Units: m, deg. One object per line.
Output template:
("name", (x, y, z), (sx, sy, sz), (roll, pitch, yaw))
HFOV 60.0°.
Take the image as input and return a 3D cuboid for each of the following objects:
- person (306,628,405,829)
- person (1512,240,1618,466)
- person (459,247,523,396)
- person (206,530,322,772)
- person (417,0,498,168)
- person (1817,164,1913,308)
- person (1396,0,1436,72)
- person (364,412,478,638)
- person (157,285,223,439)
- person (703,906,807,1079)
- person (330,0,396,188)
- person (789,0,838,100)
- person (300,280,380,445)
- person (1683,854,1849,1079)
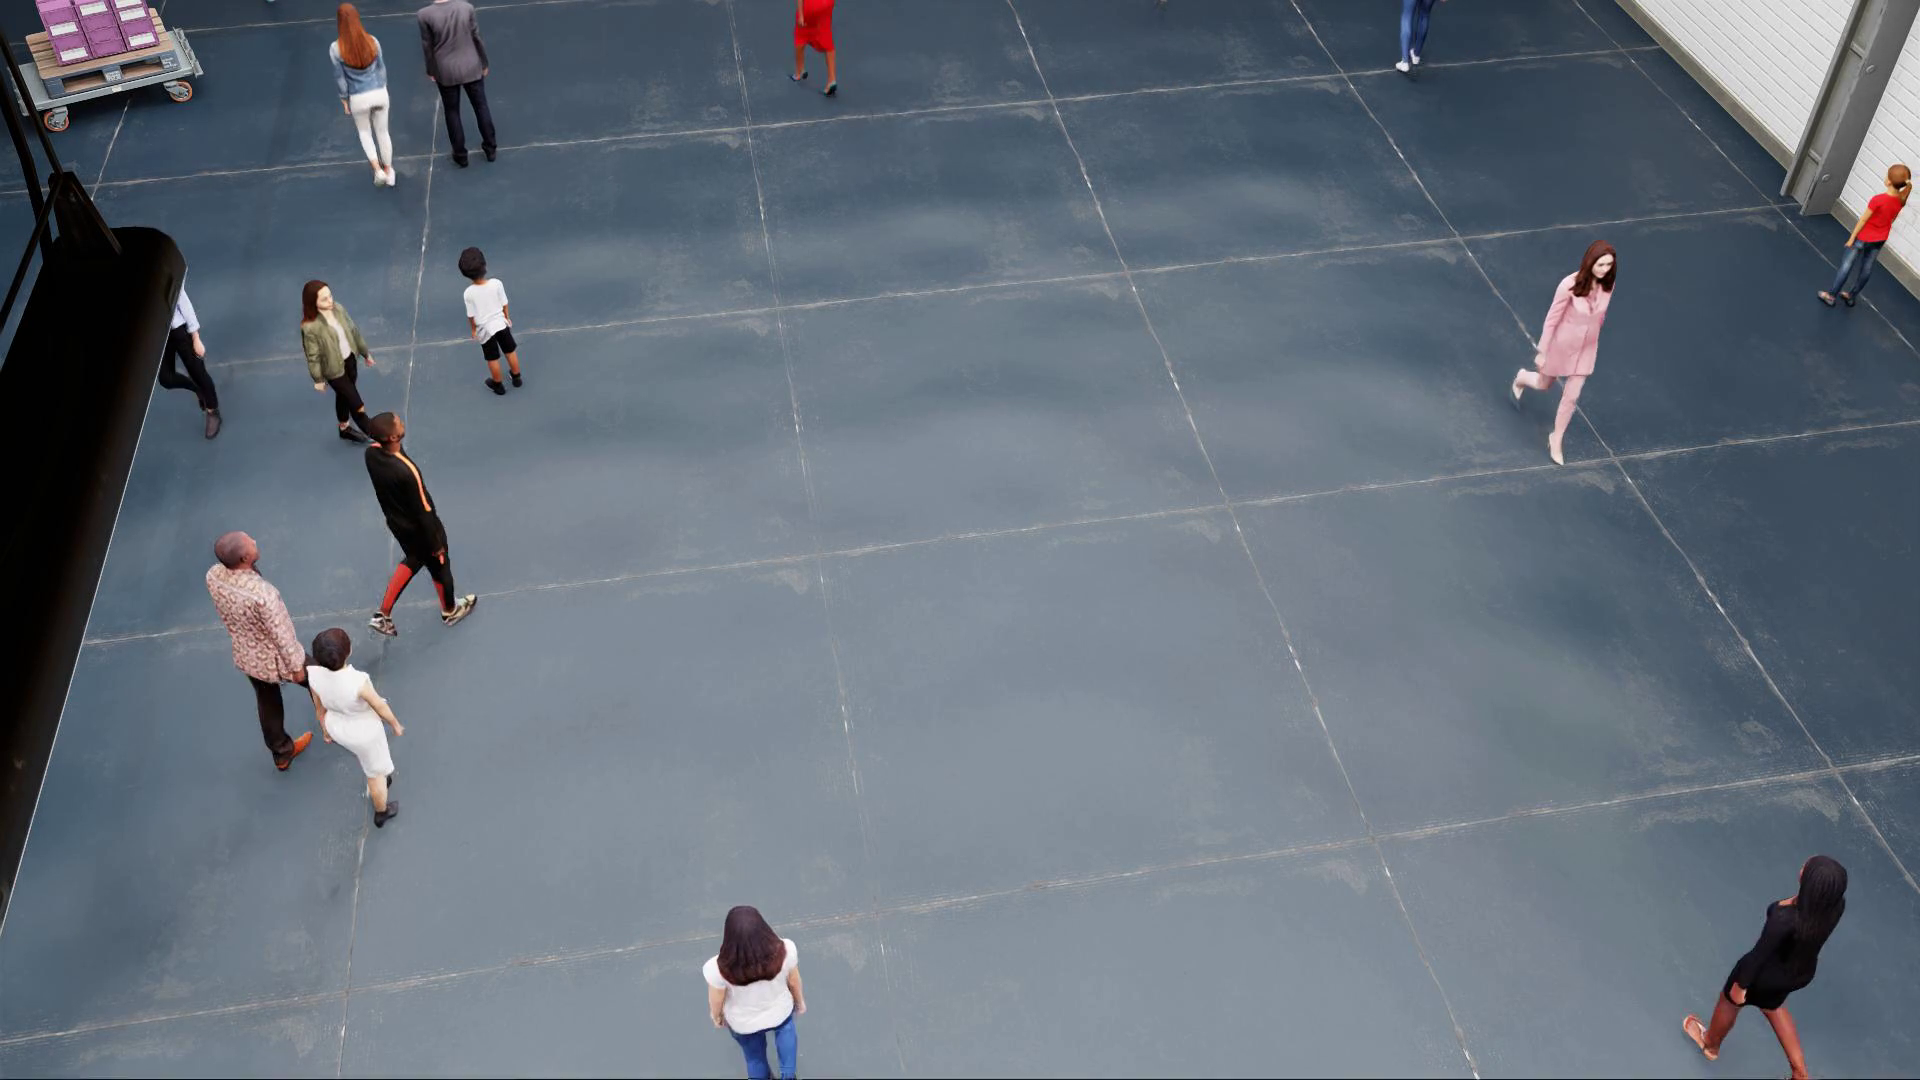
("person", (-3.476, 1.140, 9.501), (0.692, 1.541, 0.723), (9, 44, 9))
("person", (4.365, -1.440, 12.038), (0.637, 1.779, 1.055), (-6, 44, -6))
("person", (-3.565, -1.656, 12.641), (0.564, 1.258, 0.599), (-26, 50, -25))
("person", (-4.122, 0.713, 9.770), (0.965, 1.788, 1.037), (19, 47, 19))
("person", (-4.507, -4.241, 14.938), (0.767, 1.834, 0.678), (-16, 46, -16))
("person", (7.381, -2.432, 13.421), (0.497, 1.306, 0.542), (-4, 44, -5))
("person", (4.537, -5.428, 16.261), (0.670, 1.727, 0.761), (-2, 44, -2))
("person", (-3.542, -0.044, 10.562), (1.006, 1.793, 1.062), (27, 50, 25))
("person", (-5.709, -1.521, 12.153), (0.734, 1.736, 0.784), (0, 44, 0))
("person", (-0.950, 2.376, 8.104), (0.654, 1.679, 0.646), (-12, 45, -13))
("person", (-5.172, -3.836, 14.624), (0.706, 1.680, 0.804), (-20, 47, -20))
("person", (-1.321, -5.022, 15.838), (0.856, 1.723, 0.973), (-31, 52, -28))
("person", (-4.577, -1.273, 12.096), (0.902, 1.456, 0.902), (14, 45, 14))
("person", (4.107, 2.211, 8.263), (0.808, 1.699, 1.015), (-21, 47, -20))
